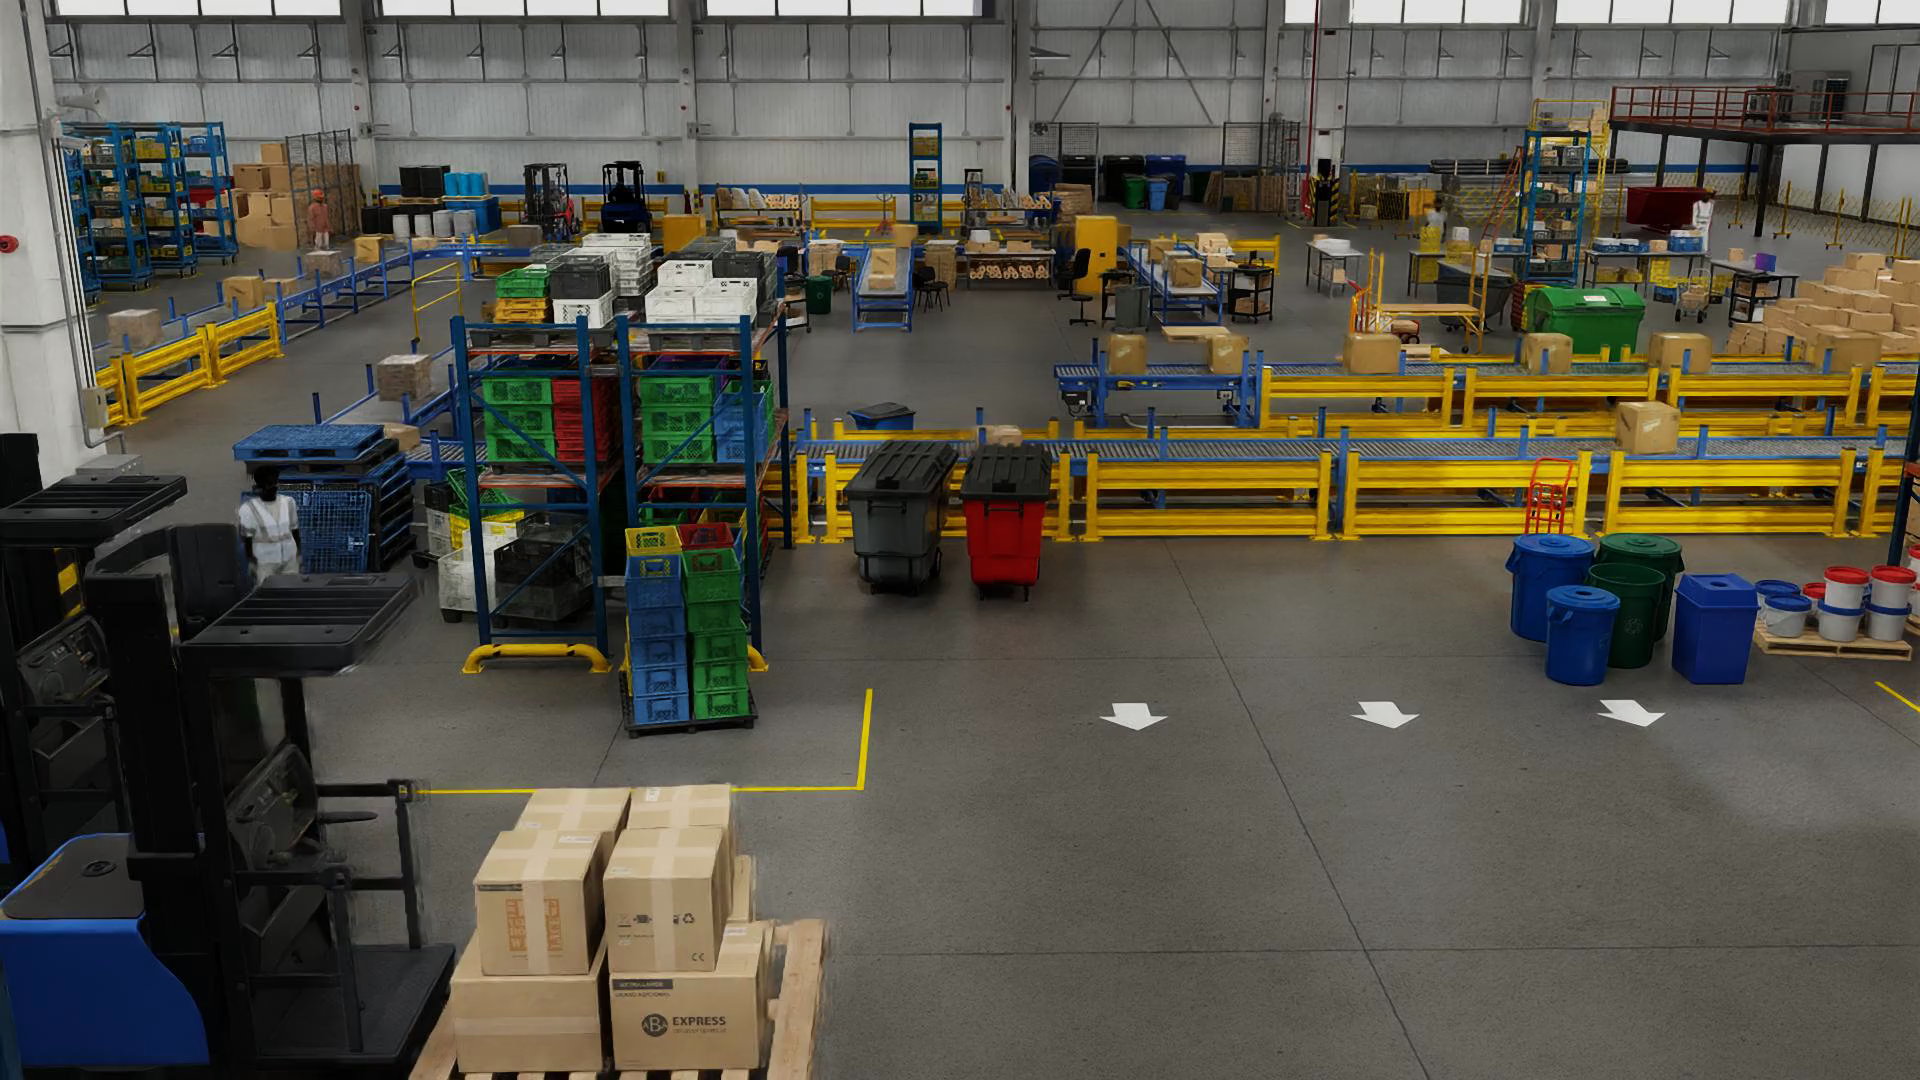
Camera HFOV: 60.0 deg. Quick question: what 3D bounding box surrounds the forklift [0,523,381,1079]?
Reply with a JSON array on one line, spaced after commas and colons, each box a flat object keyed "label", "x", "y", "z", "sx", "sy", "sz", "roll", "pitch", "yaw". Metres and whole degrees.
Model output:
[{"label": "forklift", "x": -3.817, "y": 1.365, "z": 8.331, "sx": 1.873, "sy": 2.768, "sz": 1.129, "roll": 0, "pitch": 16, "yaw": -1}]

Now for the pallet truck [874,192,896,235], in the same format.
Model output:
[{"label": "pallet truck", "x": -2.277, "y": -9.986, "z": 50.594, "sx": 0.653, "sy": 1.274, "sz": 1.630, "roll": 0, "pitch": 16, "yaw": -1}]

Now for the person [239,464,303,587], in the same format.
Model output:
[{"label": "person", "x": -6.062, "y": 0.146, "z": 14.678, "sx": 0.448, "sy": 1.686, "sz": 0.548, "roll": 13, "pitch": 21, "yaw": 38}]

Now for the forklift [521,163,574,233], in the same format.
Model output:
[{"label": "forklift", "x": -12.233, "y": -10.122, "z": 49.298, "sx": 1.157, "sy": 1.987, "sz": 2.680, "roll": 0, "pitch": 16, "yaw": -1}]

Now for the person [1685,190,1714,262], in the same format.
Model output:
[{"label": "person", "x": 19.391, "y": -8.220, "z": 43.536, "sx": 0.580, "sy": 1.836, "sz": 1.004, "roll": -1, "pitch": 16, "yaw": -2}]

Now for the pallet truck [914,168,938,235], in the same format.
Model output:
[{"label": "pallet truck", "x": -0.989, "y": -10.316, "z": 50.507, "sx": 0.823, "sy": 1.965, "sz": 1.885, "roll": 1, "pitch": 16, "yaw": 3}]

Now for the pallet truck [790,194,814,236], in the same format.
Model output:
[{"label": "pallet truck", "x": -4.814, "y": -9.883, "z": 50.259, "sx": 0.704, "sy": 1.261, "sz": 1.522, "roll": -1, "pitch": 16, "yaw": -3}]

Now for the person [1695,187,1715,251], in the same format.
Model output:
[{"label": "person", "x": 20.505, "y": -8.831, "z": 45.774, "sx": 0.341, "sy": 1.756, "sz": 0.519, "roll": -9, "pitch": 18, "yaw": -29}]

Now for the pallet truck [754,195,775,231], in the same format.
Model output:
[{"label": "pallet truck", "x": -6.051, "y": -9.967, "z": 50.660, "sx": 0.680, "sy": 1.201, "sz": 1.601, "roll": 0, "pitch": 16, "yaw": -1}]

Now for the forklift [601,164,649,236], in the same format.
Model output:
[{"label": "forklift", "x": -9.948, "y": -10.127, "z": 49.296, "sx": 1.157, "sy": 1.987, "sz": 2.680, "roll": -1, "pitch": 16, "yaw": -3}]

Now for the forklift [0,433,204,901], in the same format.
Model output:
[{"label": "forklift", "x": -5.952, "y": 0.780, "z": 10.366, "sx": 1.873, "sy": 2.768, "sz": 1.129, "roll": 0, "pitch": 16, "yaw": -1}]

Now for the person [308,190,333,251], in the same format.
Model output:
[{"label": "person", "x": -15.954, "y": -7.739, "z": 41.552, "sx": 0.378, "sy": 1.996, "sz": 0.610, "roll": 7, "pitch": 17, "yaw": 23}]

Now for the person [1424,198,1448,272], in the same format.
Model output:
[{"label": "person", "x": 11.797, "y": -7.575, "z": 41.298, "sx": 0.532, "sy": 1.827, "sz": 0.966, "roll": 3, "pitch": 16, "yaw": 12}]

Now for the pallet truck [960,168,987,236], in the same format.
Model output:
[{"label": "pallet truck", "x": 0.383, "y": -10.230, "z": 50.206, "sx": 0.823, "sy": 1.965, "sz": 1.885, "roll": -1, "pitch": 16, "yaw": -3}]
